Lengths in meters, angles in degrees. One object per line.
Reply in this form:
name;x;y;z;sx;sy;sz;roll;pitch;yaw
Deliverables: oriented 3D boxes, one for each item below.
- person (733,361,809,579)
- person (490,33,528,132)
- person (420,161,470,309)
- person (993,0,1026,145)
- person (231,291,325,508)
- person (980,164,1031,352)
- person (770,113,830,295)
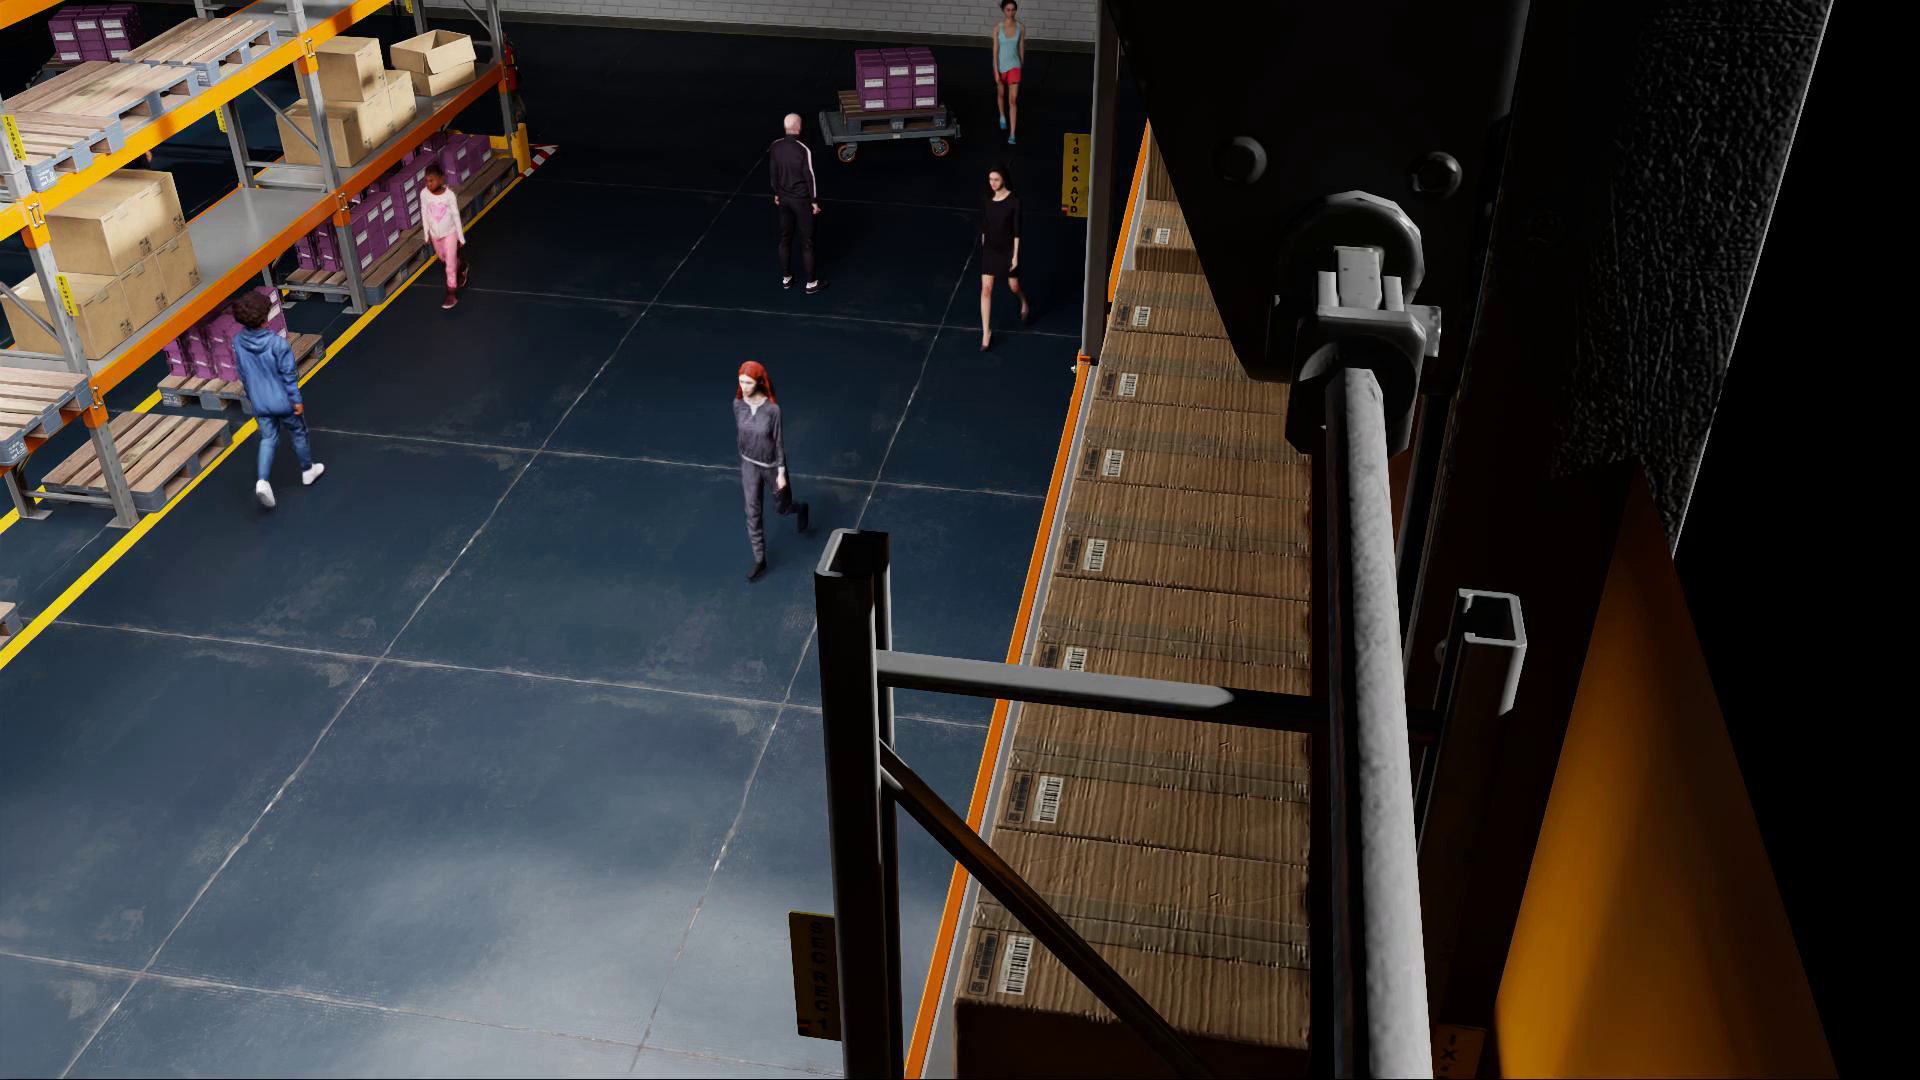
person;-1.441;-0.588;12.612;0.743;1.748;1.076;13;36;19
person;-5.583;-5.496;20.302;0.604;1.409;0.475;9;35;14
person;-5.156;-3.113;16.703;0.553;1.425;0.948;6;34;9
person;0.567;-5.789;20.473;0.785;1.708;1.268;-4;34;-6
person;-5.560;-1.114;13.368;0.699;1.788;1.042;5;34;7
person;0.440;-2.707;15.780;0.769;1.771;1.132;14;36;20
person;-1.653;-3.385;16.742;0.743;1.836;0.698;17;37;24
